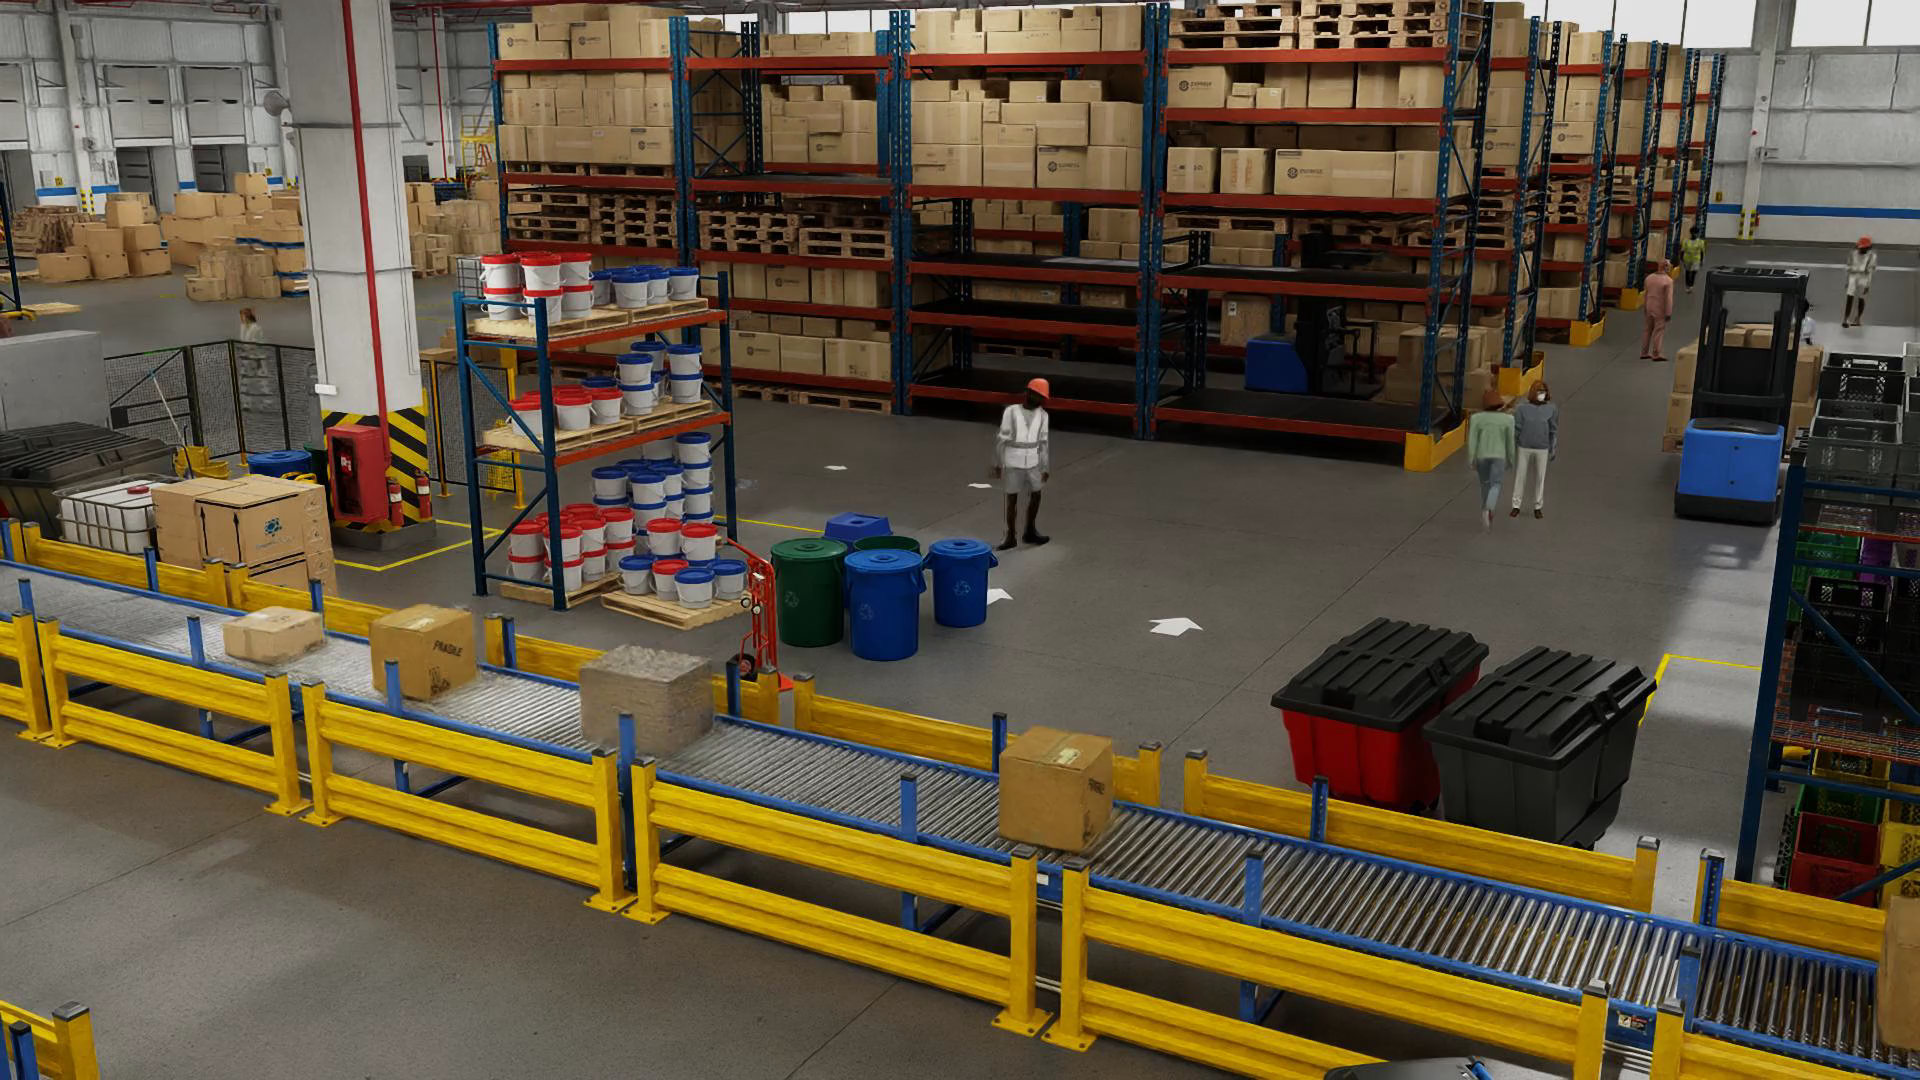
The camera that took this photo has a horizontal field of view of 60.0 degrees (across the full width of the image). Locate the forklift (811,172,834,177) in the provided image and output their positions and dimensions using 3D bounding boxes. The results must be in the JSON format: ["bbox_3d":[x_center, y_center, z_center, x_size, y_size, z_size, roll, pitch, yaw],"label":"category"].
[{"bbox_3d":[-5.073,-12.923,61.680,1.129,2.768,1.873,8,17,28],"label":"forklift"}]

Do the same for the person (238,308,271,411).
[{"bbox_3d":[-11.169,-2.819,26.094,0.550,1.613,0.659,10,18,32],"label":"person"}]

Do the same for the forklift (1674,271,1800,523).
[{"bbox_3d":[9.269,-1.763,19.726,1.129,2.768,1.873,8,17,27],"label":"forklift"}]

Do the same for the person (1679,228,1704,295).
[{"bbox_3d":[18.408,-7.028,41.867,0.542,1.650,0.893,9,17,30],"label":"person"}]

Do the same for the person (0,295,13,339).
[{"bbox_3d":[-15.523,-3.103,26.917,0.525,1.759,0.337,4,15,13],"label":"person"}]

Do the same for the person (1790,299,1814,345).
[{"bbox_3d":[13.528,-3.066,26.910,0.377,1.679,0.557,-1,15,-2],"label":"person"}]

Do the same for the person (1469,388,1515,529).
[{"bbox_3d":[6.061,-0.932,19.037,0.504,1.604,0.694,7,16,23],"label":"person"}]

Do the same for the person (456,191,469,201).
[{"bbox_3d":[-15.985,-10.250,53.515,0.669,1.901,0.471,3,15,11],"label":"person"}]

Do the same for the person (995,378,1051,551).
[{"bbox_3d":[0.678,-0.815,18.086,0.670,1.887,0.370,-5,16,-19],"label":"person"}]

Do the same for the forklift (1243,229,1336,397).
[{"bbox_3d":[5.568,-3.500,26.259,1.873,2.768,1.129,8,17,28],"label":"forklift"}]

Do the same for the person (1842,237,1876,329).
[{"bbox_3d":[19.224,-5.508,35.591,1.075,1.962,0.607,-14,20,-43],"label":"person"}]

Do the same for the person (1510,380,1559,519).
[{"bbox_3d":[6.714,-1.061,19.471,0.507,1.633,0.274,5,16,17],"label":"person"}]

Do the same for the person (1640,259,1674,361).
[{"bbox_3d":[13.093,-4.300,31.151,0.400,1.901,0.642,-7,16,-23],"label":"person"}]

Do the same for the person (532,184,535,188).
[{"bbox_3d":[-17.024,-13.484,66.074,0.533,1.691,0.321,3,15,12],"label":"person"}]
